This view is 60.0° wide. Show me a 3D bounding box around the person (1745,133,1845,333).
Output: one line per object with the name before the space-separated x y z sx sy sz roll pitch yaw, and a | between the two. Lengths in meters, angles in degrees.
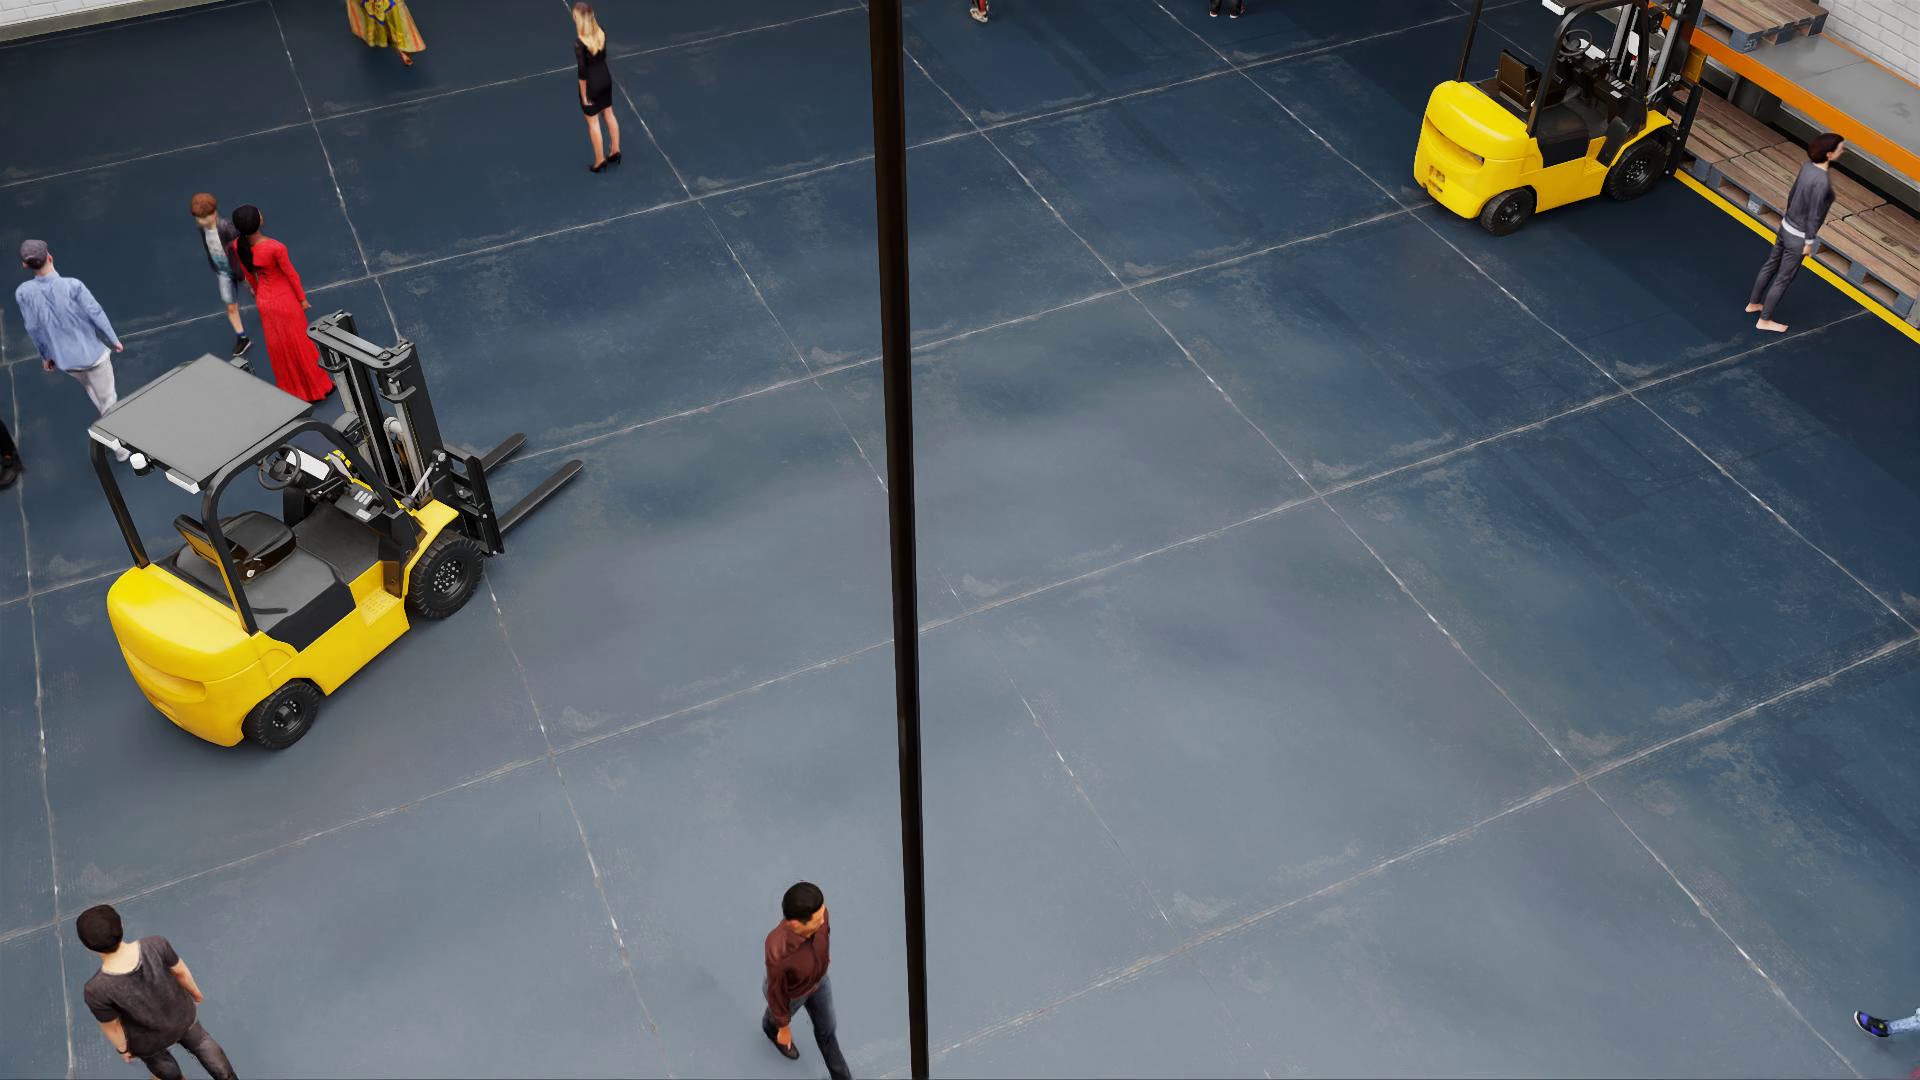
person | 6.892 -2.549 13.698 0.746 1.768 0.609 0 44 0

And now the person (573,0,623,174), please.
person | -3.373 -4.222 15.521 0.654 1.675 0.634 23 48 22

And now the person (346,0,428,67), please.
person | -6.132 -5.781 17.220 0.844 1.599 1.298 -25 49 -24

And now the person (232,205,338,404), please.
person | -5.298 -1.825 12.933 0.718 1.784 0.763 9 44 10

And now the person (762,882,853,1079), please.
person | -0.919 2.285 8.656 1.194 1.722 1.012 28 50 26

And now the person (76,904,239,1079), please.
person | -4.077 2.458 8.495 1.080 1.695 0.886 30 51 27

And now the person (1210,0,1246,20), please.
person | 2.934 -6.491 17.817 0.711 1.804 0.747 10 45 10

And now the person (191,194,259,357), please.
person | -5.923 -2.262 13.653 0.878 1.412 1.027 8 44 8

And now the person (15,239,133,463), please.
person | -6.569 -1.348 12.368 0.828 1.863 0.951 -5 44 -5
